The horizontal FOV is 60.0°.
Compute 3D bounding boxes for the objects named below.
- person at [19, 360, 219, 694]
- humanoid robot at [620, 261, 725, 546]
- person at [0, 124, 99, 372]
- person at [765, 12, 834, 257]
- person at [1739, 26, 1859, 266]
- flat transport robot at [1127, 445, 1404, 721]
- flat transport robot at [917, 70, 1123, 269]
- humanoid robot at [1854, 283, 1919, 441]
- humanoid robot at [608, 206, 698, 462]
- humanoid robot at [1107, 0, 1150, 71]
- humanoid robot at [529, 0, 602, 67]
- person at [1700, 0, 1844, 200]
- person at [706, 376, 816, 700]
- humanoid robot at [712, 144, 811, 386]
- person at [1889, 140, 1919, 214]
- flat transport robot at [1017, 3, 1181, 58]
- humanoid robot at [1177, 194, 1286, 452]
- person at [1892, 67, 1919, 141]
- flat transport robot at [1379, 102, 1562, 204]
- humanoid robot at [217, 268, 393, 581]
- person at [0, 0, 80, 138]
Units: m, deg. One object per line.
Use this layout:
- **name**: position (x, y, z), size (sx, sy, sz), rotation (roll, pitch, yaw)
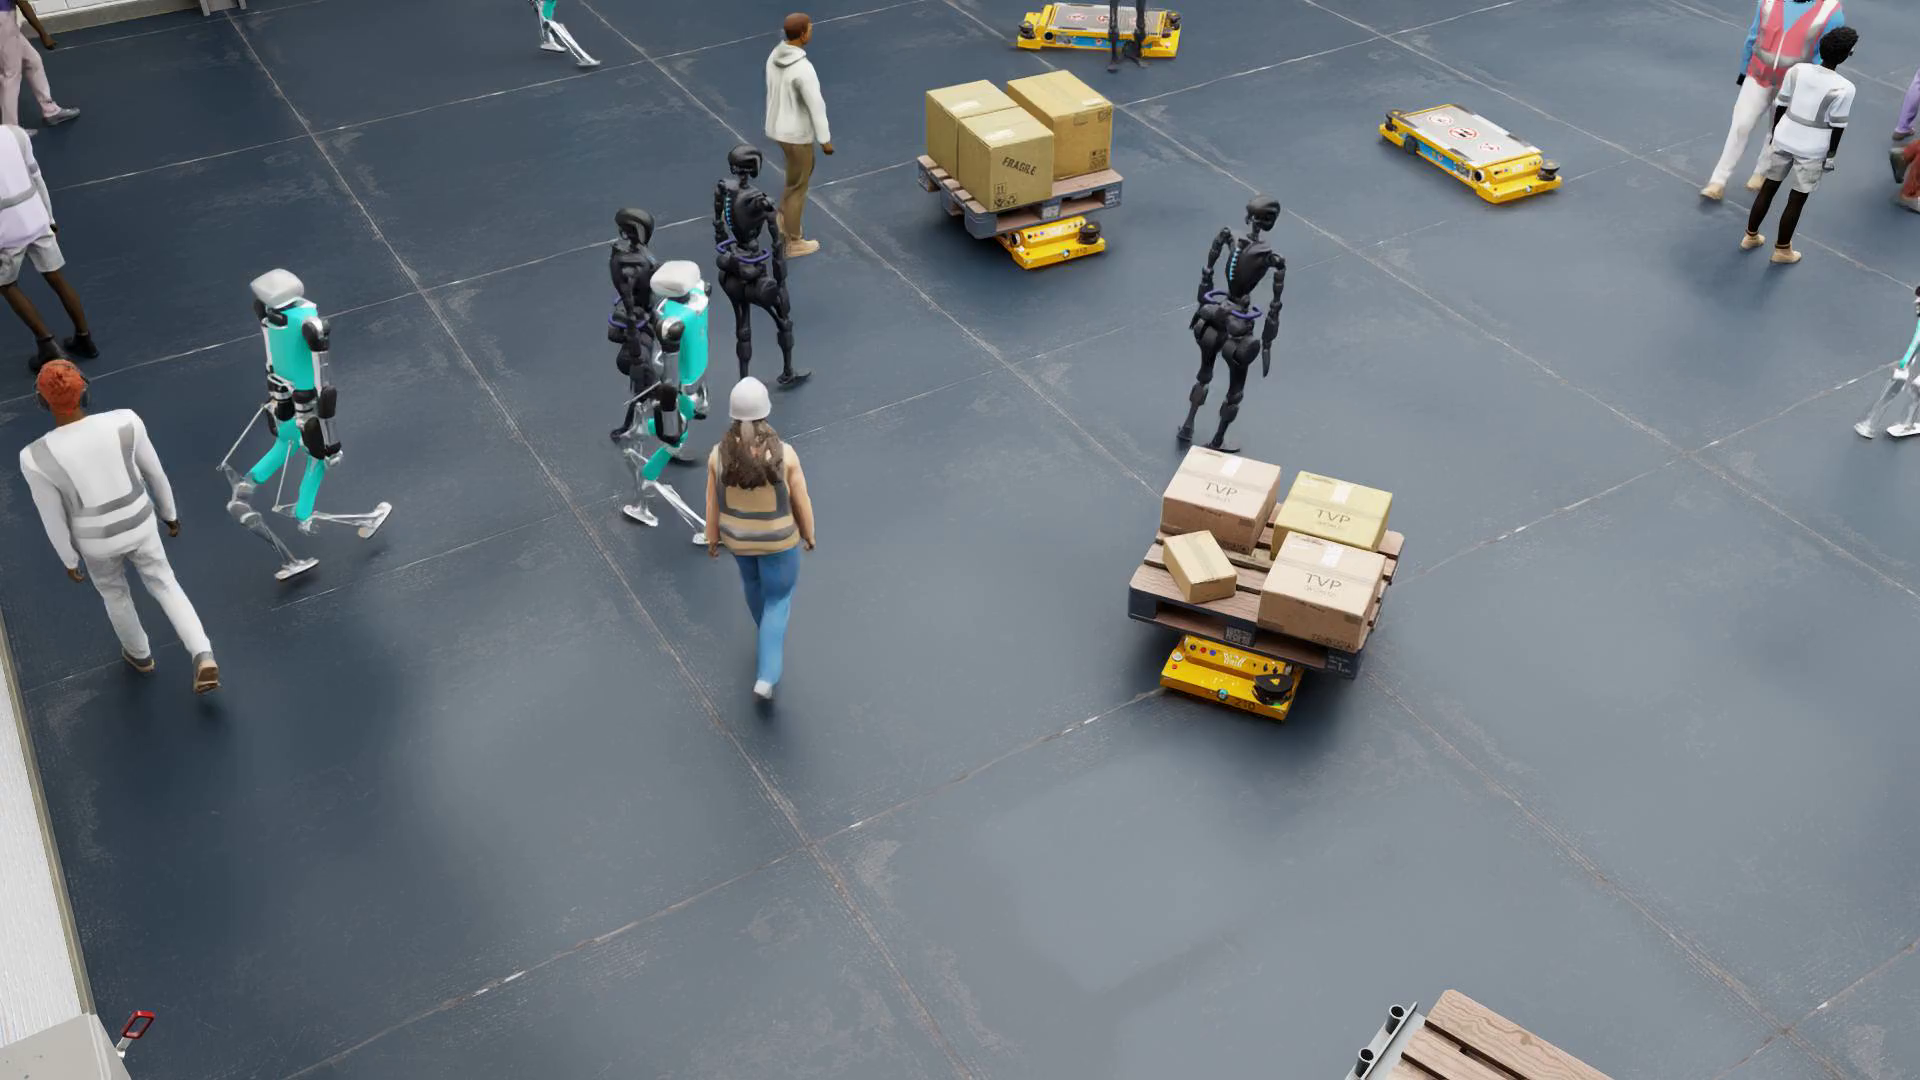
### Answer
- **person**: position (-4.048, -0.017, 8.039), size (0.587, 1.862, 0.767), rotation (-29, 47, -31)
- **humanoid robot**: position (-1.719, -0.731, 9.052), size (0.915, 1.770, 0.534), rotation (9, 39, 11)
- **person**: position (-5.955, -1.973, 10.472), size (0.501, 1.909, 0.574), rotation (15, 41, 18)
- **person**: position (-1.150, -2.822, 11.660), size (0.457, 1.751, 0.528), rotation (-22, 43, -25)
- **person**: position (5.879, -2.751, 11.611), size (0.317, 1.695, 0.539), rotation (-21, 43, -24)
- **flat transport robot**: position (1.606, 0.356, 8.842), size (0.659, 0.231, 1.431), rotation (16, 41, 19)
- **flat transport robot**: position (0.445, -2.469, 12.407), size (0.659, 0.231, 1.431), rotation (-17, 41, -20)
- **humanoid robot**: position (5.836, -1.304, 9.774), size (0.596, 1.790, 0.834), rotation (28, 46, 31)
- **humanoid robot**: position (-1.883, -1.184, 9.676), size (0.553, 1.657, 0.610), rotation (0, 38, 0)
- **humanoid robot**: position (1.455, -4.865, 14.301), size (0.589, 1.647, 0.317), rotation (2, 38, 2)
- **humanoid robot**: position (-3.562, -4.951, 14.346), size (0.977, 1.731, 0.551), rotation (14, 40, 17)
- **person**: position (6.009, -3.370, 12.304), size (0.629, 1.804, 0.879), rotation (26, 45, 29)
- **person**: position (-0.988, 0.007, 8.128), size (0.523, 1.696, 0.750), rotation (5, 39, 6)
- **humanoid robot**: position (-1.278, -1.674, 10.280), size (0.612, 1.646, 0.503), rotation (27, 46, 30)
- **person**: position (7.328, -3.321, 12.198), size (0.507, 1.855, 0.632), rotation (26, 45, 29)
- **flat transport robot**: position (1.276, -4.647, 15.155), size (1.431, 0.231, 0.659), rotation (6, 39, 8)
- **humanoid robot**: position (1.571, -1.244, 9.733), size (0.457, 1.639, 0.612), rotation (-32, 48, -34)
- **person**: position (7.803, -3.963, 13.028), size (0.379, 1.837, 0.568), rotation (-21, 43, -24)
- **flat transport robot**: position (4.037, -3.098, 13.201), size (0.659, 0.231, 1.431), rotation (-17, 41, -20)
- **humanoid robot**: position (-3.583, -0.523, 8.758), size (0.541, 1.725, 0.970), rotation (25, 45, 28)
- **person**: position (-7.528, -4.068, 13.200), size (0.582, 1.781, 0.801), rotation (25, 45, 28)
